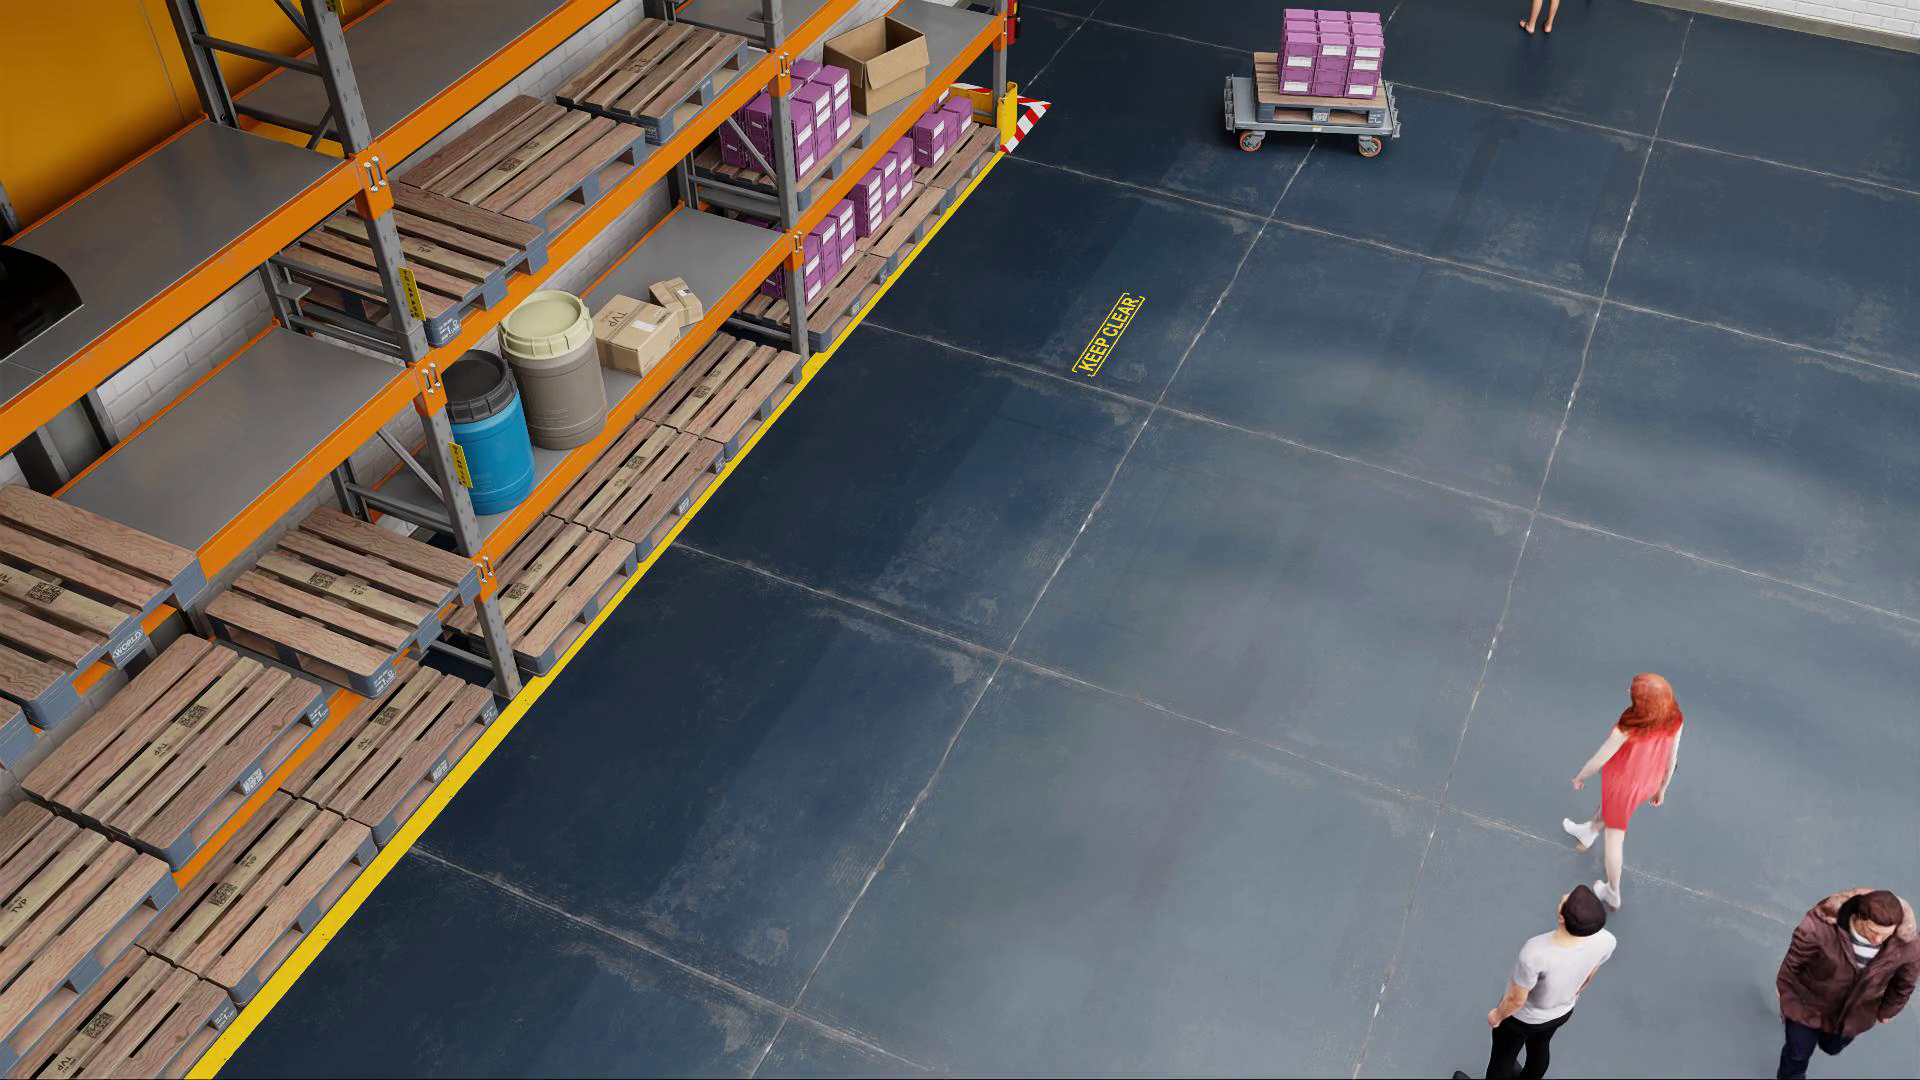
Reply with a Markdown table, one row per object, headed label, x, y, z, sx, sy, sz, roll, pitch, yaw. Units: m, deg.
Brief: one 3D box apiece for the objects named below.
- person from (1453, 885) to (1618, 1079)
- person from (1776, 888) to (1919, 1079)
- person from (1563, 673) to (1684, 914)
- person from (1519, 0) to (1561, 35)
| label | x | y | z | sx | sy | sz | roll | pitch | yaw |
| --- | --- | --- | --- | --- | --- | --- | --- | --- | --- |
| person | 2.917 | 2.349 | 8.390 | 0.733 | 1.864 | 0.788 | -13 | 45 | -14 |
| person | 4.448 | 2.267 | 8.512 | 0.850 | 1.813 | 1.052 | 11 | 45 | 12 |
| person | 3.798 | 1.478 | 9.357 | 0.916 | 1.790 | 1.002 | -9 | 44 | -9 |
| person | 6.253 | -6.095 | 17.477 | 0.659 | 1.554 | 0.720 | -3 | 44 | -3 |
